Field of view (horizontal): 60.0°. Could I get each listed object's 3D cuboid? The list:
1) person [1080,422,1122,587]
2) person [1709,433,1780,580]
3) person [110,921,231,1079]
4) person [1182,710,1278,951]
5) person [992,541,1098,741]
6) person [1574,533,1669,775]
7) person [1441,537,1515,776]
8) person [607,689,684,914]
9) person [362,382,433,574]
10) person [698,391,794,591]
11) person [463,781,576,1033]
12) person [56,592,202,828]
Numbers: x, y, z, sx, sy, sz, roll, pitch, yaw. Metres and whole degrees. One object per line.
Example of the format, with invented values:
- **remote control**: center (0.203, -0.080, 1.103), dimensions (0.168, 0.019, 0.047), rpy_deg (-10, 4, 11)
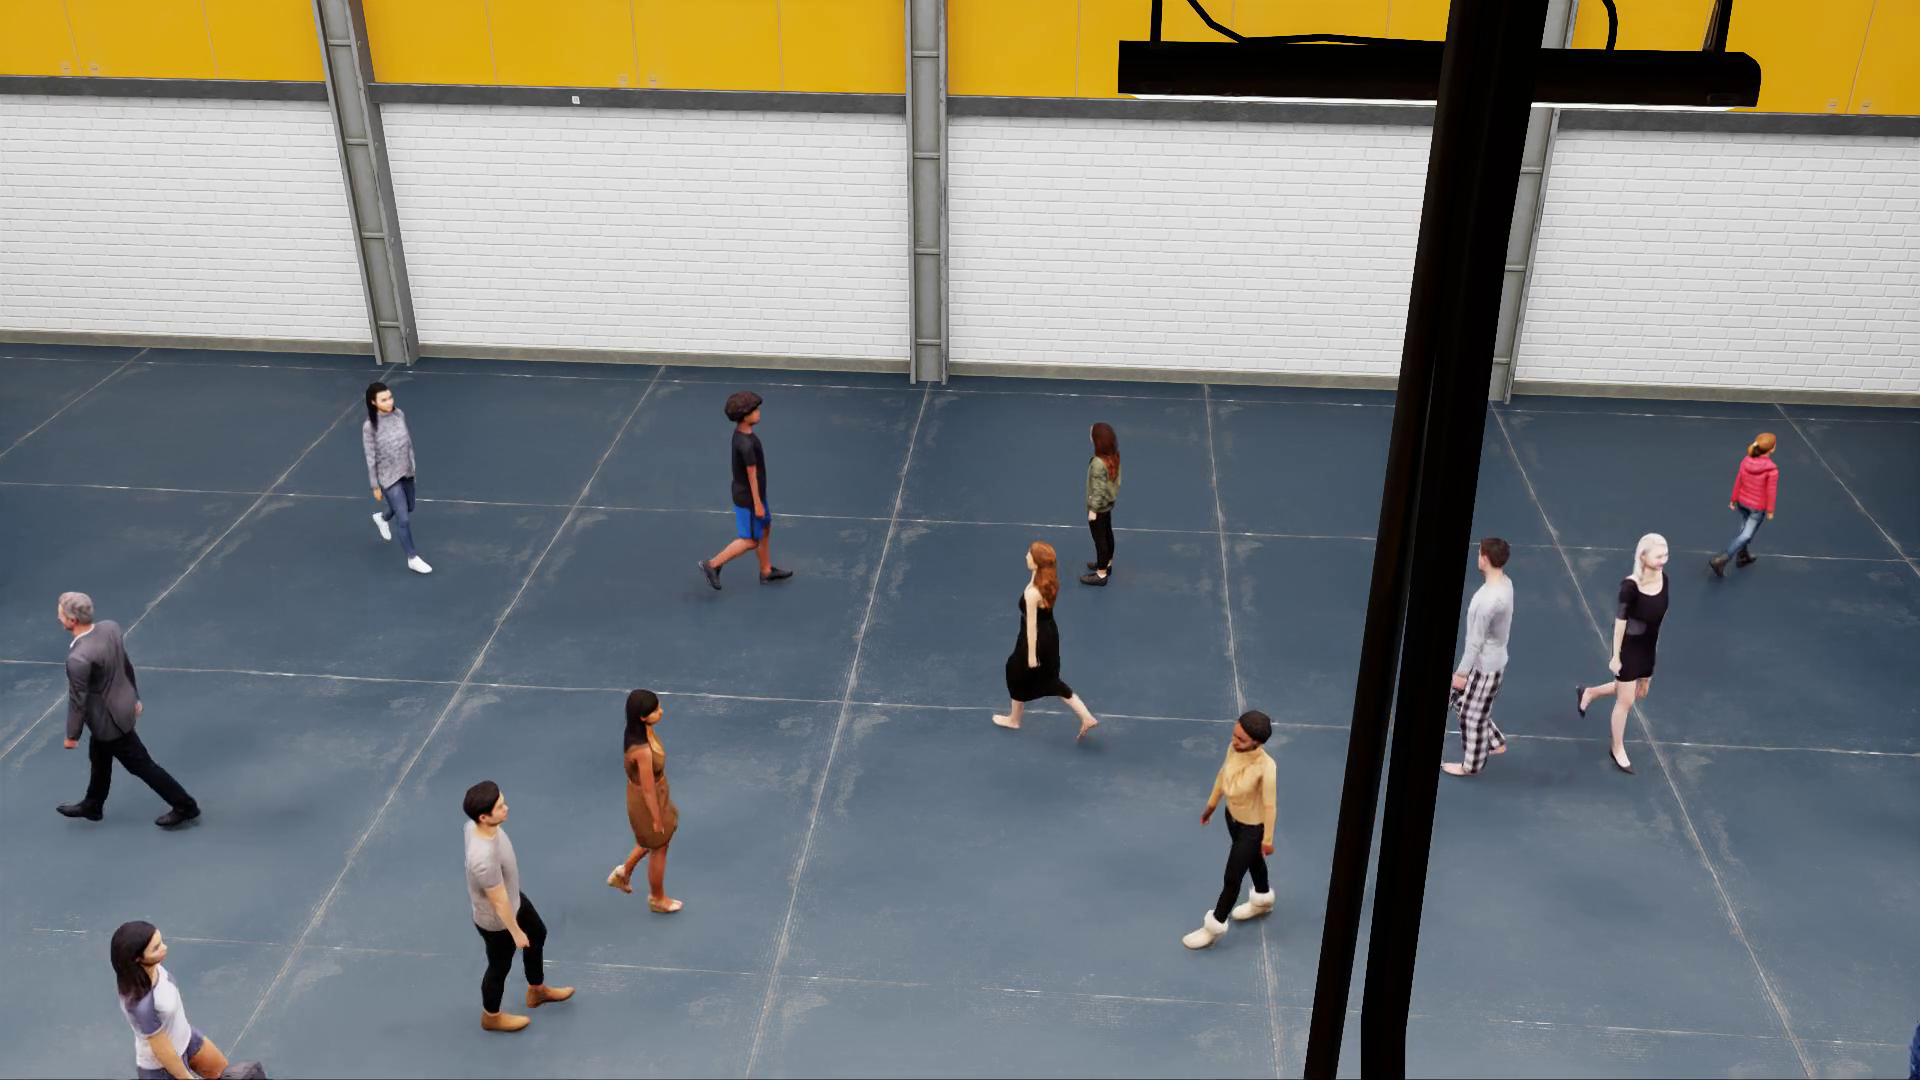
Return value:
- **person**: center (1.201, -0.318, 14.018), dimensions (0.606, 1.475, 0.637), rpy_deg (11, 31, 20)
- **person**: center (6.679, -0.273, 14.125), dimensions (0.942, 1.295, 0.759), rpy_deg (-12, 31, -20)
- **person**: center (-4.070, 2.627, 8.373), dimensions (0.911, 1.712, 0.793), rpy_deg (-10, 30, -18)
- **person**: center (1.819, 1.708, 10.145), dimensions (1.058, 1.628, 0.871), rpy_deg (-10, 30, -17)
- **person**: center (0.656, 0.761, 11.918), dimensions (1.107, 1.593, 0.837), rpy_deg (14, 32, 24)
- **person**: center (4.671, 0.749, 11.710), dimensions (0.966, 1.814, 0.938), rpy_deg (-14, 31, -23)
- **person**: center (3.714, 0.857, 11.500), dimensions (0.801, 1.825, 0.763), rpy_deg (8, 30, 14)
- **person**: center (-1.992, 1.635, 10.229), dimensions (0.806, 1.676, 0.704), rpy_deg (-7, 29, -12)
- **person**: center (-4.890, -0.562, 14.222), dimensions (1.113, 1.709, 0.916), rpy_deg (17, 33, 29)
- **person**: center (-1.821, -0.364, 13.787), dimensions (1.086, 1.779, 0.784), rpy_deg (-5, 29, -10)
- **person**: center (-2.679, 2.090, 9.365), dimensions (0.848, 1.705, 0.736), rpy_deg (-5, 29, -10)
- **person**: center (-5.517, 1.172, 10.961), dimensions (1.265, 1.787, 0.904), rpy_deg (-3, 29, -6)
